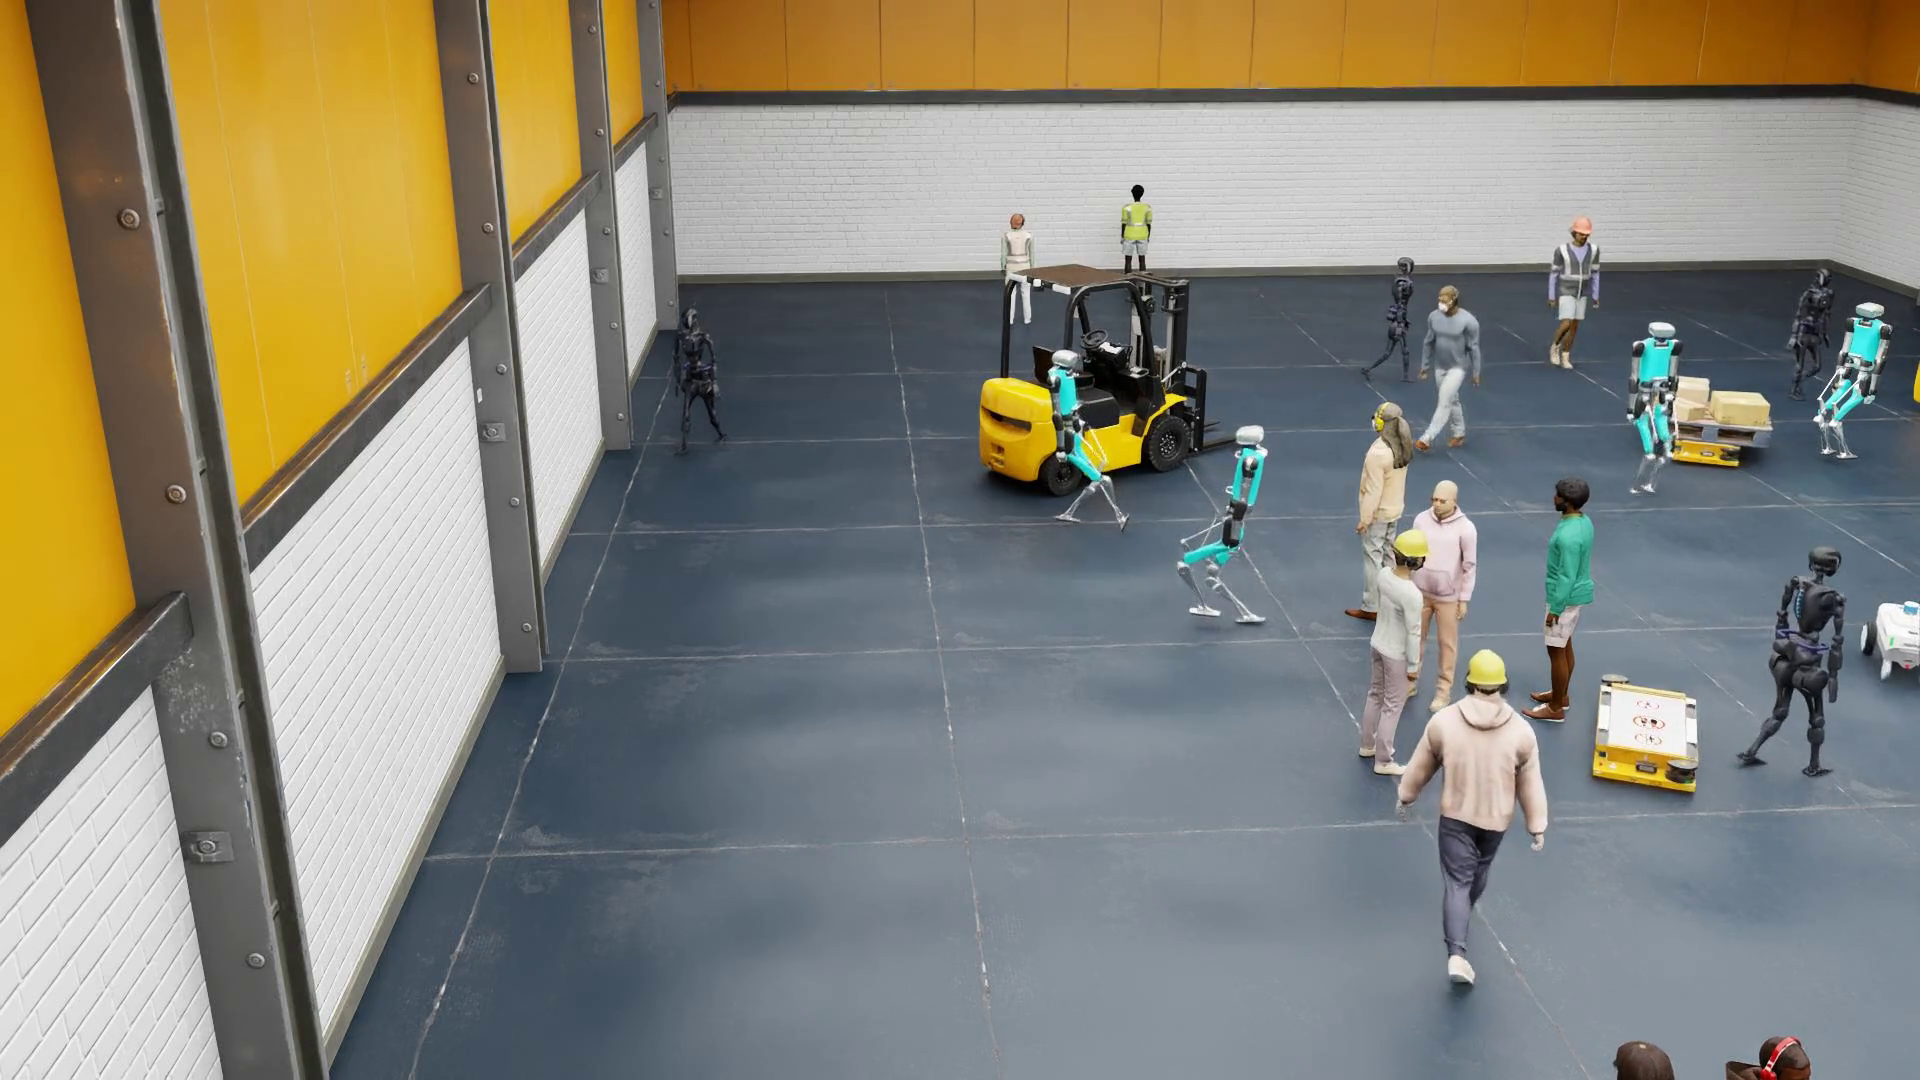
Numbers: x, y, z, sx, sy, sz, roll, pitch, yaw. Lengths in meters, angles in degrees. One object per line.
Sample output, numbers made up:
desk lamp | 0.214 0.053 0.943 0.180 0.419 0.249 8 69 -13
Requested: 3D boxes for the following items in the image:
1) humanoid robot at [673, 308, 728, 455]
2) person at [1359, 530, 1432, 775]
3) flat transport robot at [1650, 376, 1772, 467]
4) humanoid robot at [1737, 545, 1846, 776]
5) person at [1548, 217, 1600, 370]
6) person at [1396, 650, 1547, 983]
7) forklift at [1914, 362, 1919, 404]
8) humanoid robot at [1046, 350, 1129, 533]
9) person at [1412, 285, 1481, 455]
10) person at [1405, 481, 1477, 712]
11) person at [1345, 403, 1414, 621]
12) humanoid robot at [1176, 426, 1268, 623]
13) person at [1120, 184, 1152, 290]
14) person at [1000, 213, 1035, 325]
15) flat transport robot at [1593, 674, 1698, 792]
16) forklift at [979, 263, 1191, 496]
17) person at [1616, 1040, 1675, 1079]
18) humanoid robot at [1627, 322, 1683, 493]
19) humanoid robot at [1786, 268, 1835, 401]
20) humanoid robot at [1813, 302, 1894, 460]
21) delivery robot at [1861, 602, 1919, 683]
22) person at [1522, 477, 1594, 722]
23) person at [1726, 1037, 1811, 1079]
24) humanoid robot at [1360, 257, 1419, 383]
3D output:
humanoid robot | -2.908 -1.781 18.526 0.610 1.634 0.787 9 22 24
person | 3.001 0.760 11.399 0.335 1.756 0.516 -5 21 -15
flat transport robot | 8.402 -1.125 18.694 0.659 0.231 1.431 8 22 22
humanoid robot | 5.773 0.825 11.399 0.590 1.650 0.601 -6 21 -15
person | 8.101 -3.233 21.888 0.611 2.027 0.435 -3 20 -8
person | 2.844 1.531 9.250 0.796 1.798 0.963 4 21 12
forklift | 12.602 -2.435 19.475 2.313 2.155 1.214 -1 20 -4
humanoid robot | 1.300 -0.927 16.065 0.932 1.796 0.560 8 22 22
person | 5.377 -1.880 18.413 1.079 1.875 0.665 -13 24 -31
person | 3.541 0.398 12.344 0.535 1.781 0.400 16 25 36
person | 3.543 -0.235 13.938 0.403 1.876 0.565 17 26 39
humanoid robot | 2.130 -0.087 13.746 0.869 1.775 0.530 5 21 13
person | 2.845 -4.891 26.889 0.528 1.688 0.322 -4 20 -10
person | 0.849 -3.983 24.489 0.512 1.637 0.311 -1 20 -3
flat transport robot | 4.907 1.368 11.900 0.659 0.231 1.431 8 22 20
forklift | 1.315 -1.764 17.646 2.313 2.155 1.214 -14 24 -33
person | 2.475 2.661 6.197 0.476 1.769 0.360 -5 21 -14
humanoid robot | 7.157 -1.281 17.019 0.535 1.823 0.651 -3 20 -8
humanoid robot | 10.464 -2.551 20.531 0.614 1.642 0.375 -7 21 -19
humanoid robot | 9.523 -1.693 17.914 0.735 1.677 0.533 -9 22 -24
delivery robot | 7.433 0.777 13.083 0.499 0.585 0.765 8 21 20
person | 4.422 0.437 12.144 0.377 1.847 0.506 12 23 29
person | 3.065 2.623 6.471 0.458 1.651 0.334 -15 25 -35
humanoid robot | 5.569 -2.824 21.337 0.735 1.639 0.593 7 21 18
